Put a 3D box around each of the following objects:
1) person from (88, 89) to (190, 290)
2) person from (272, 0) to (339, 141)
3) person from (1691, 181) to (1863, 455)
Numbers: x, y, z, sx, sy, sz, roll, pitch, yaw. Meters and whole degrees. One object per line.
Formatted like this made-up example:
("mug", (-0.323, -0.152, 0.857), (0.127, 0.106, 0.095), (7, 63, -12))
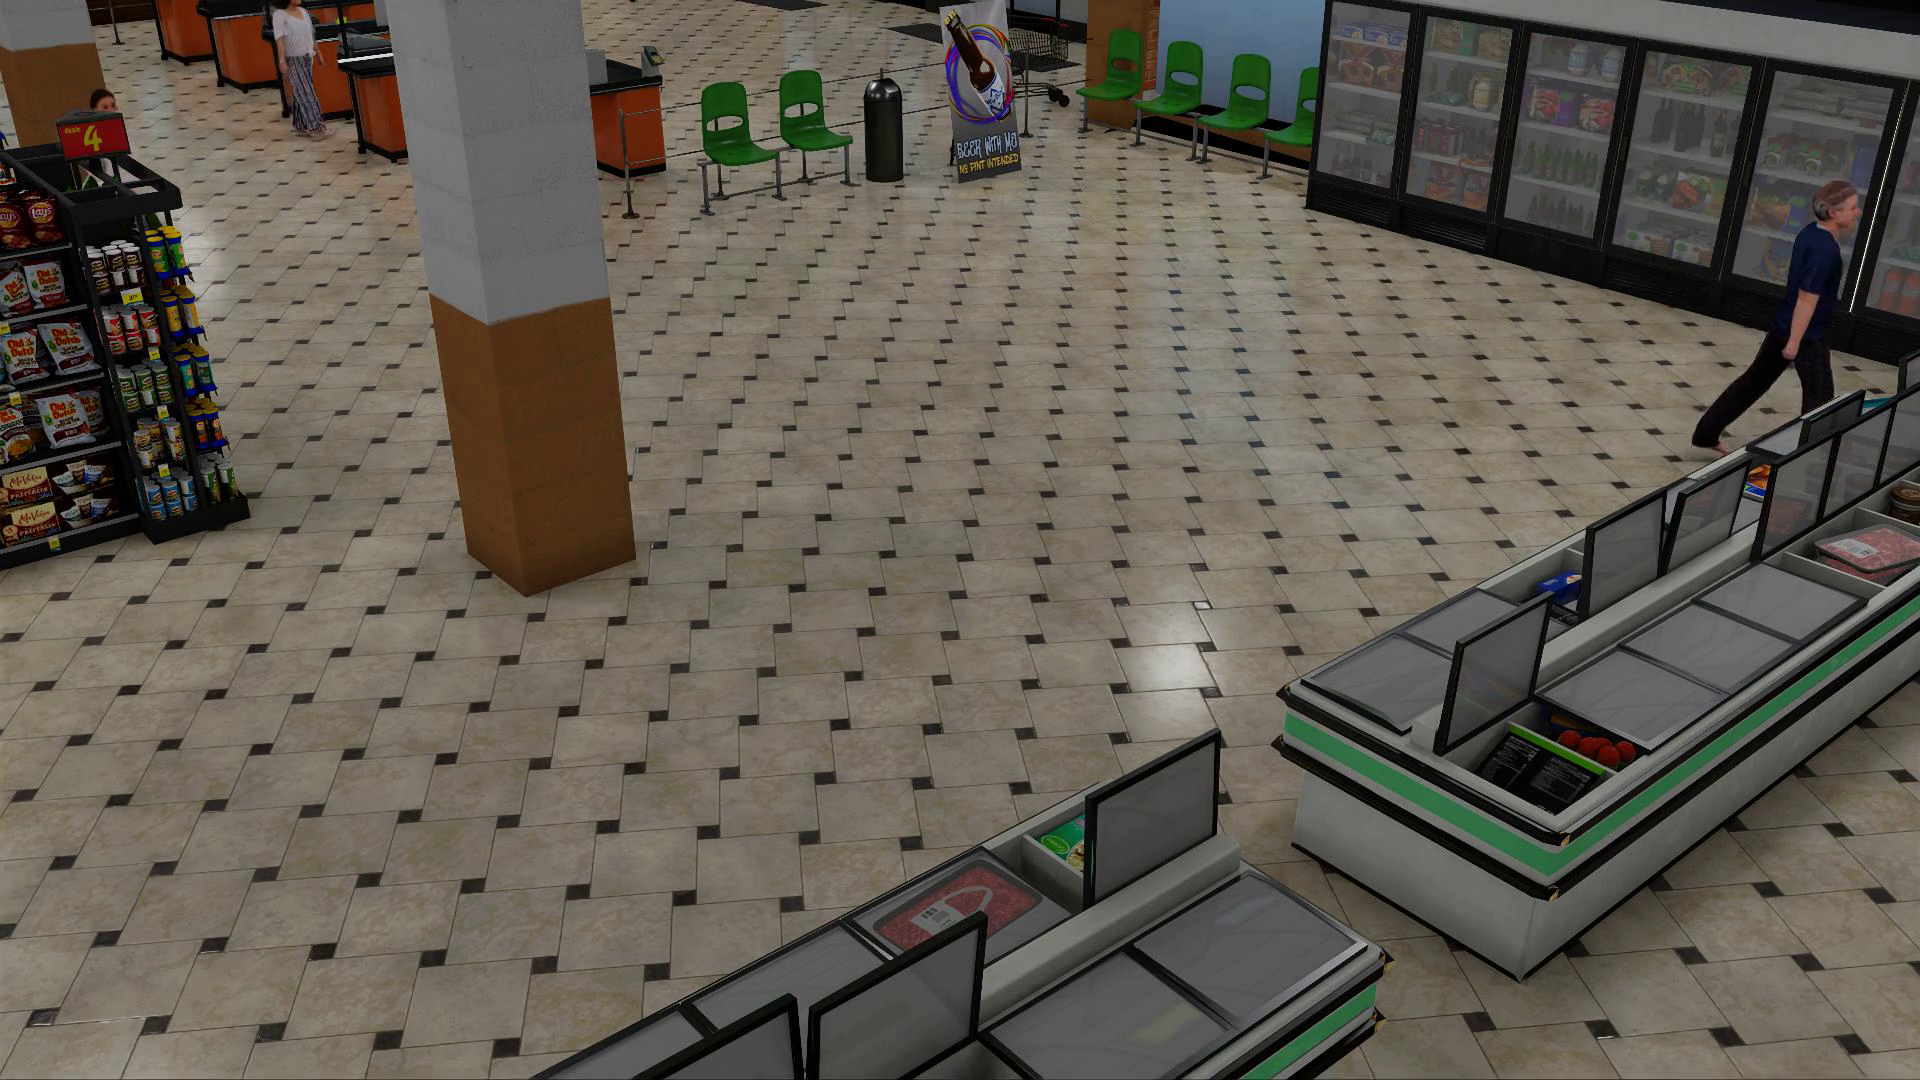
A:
("person", (-6.664, -2.707, 13.169), (0.806, 1.649, 1.023), (20, 33, 33))
("person", (-7.272, -5.222, 18.120), (1.031, 1.655, 1.005), (7, 28, 14))
("person", (5.016, -1.261, 10.126), (1.216, 1.822, 1.251), (5, 27, 10))
